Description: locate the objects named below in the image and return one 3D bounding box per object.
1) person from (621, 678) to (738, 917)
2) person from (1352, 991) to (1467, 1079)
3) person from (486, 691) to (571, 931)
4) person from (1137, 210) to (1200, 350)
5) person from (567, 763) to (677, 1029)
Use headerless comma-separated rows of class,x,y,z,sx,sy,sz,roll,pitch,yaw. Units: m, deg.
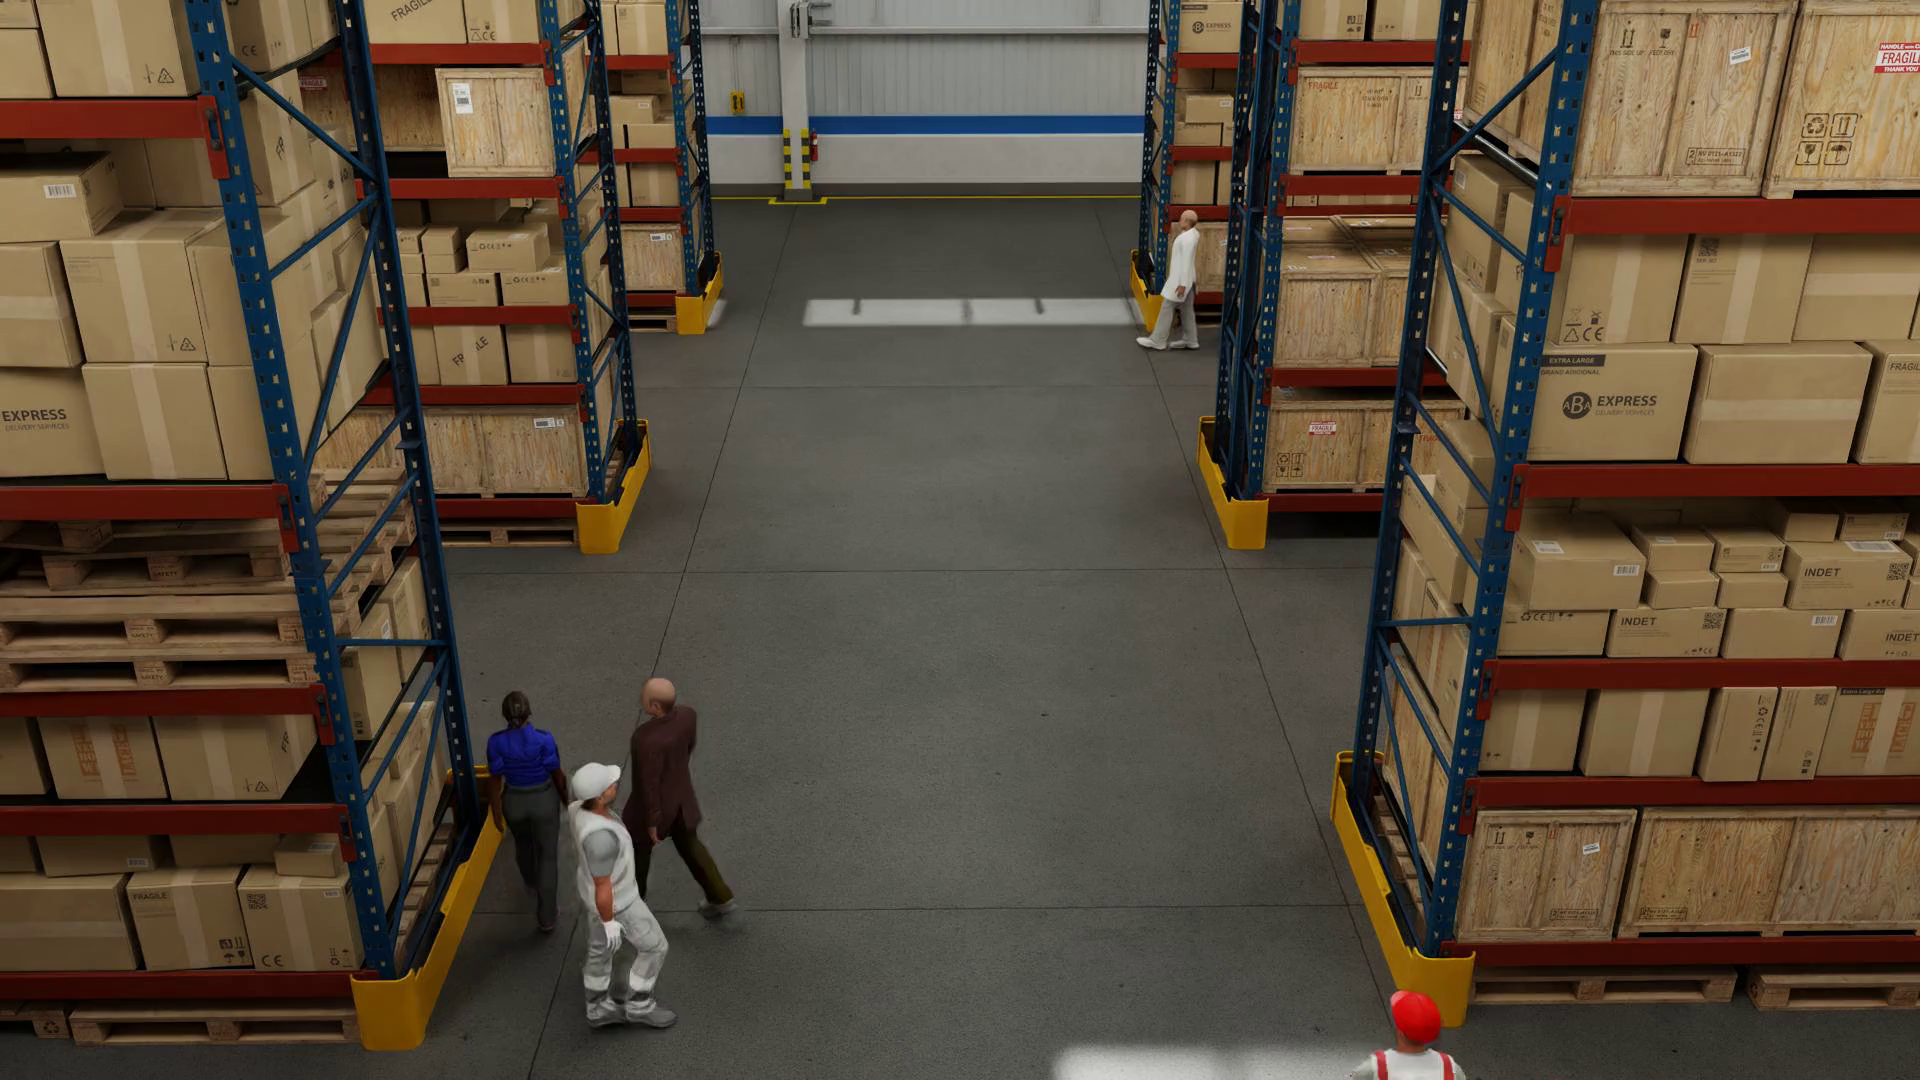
person,-1.884,1.602,10.443,1.005,1.749,0.582,16,29,30
person,2.030,2.897,7.680,0.548,1.767,0.936,-4,25,-8
person,-2.691,1.613,10.544,0.461,1.648,0.717,-1,25,-1
person,2.663,-3.266,20.829,0.762,1.783,0.621,9,27,19
person,-1.954,2.023,9.460,0.481,1.785,0.601,-13,28,-26
